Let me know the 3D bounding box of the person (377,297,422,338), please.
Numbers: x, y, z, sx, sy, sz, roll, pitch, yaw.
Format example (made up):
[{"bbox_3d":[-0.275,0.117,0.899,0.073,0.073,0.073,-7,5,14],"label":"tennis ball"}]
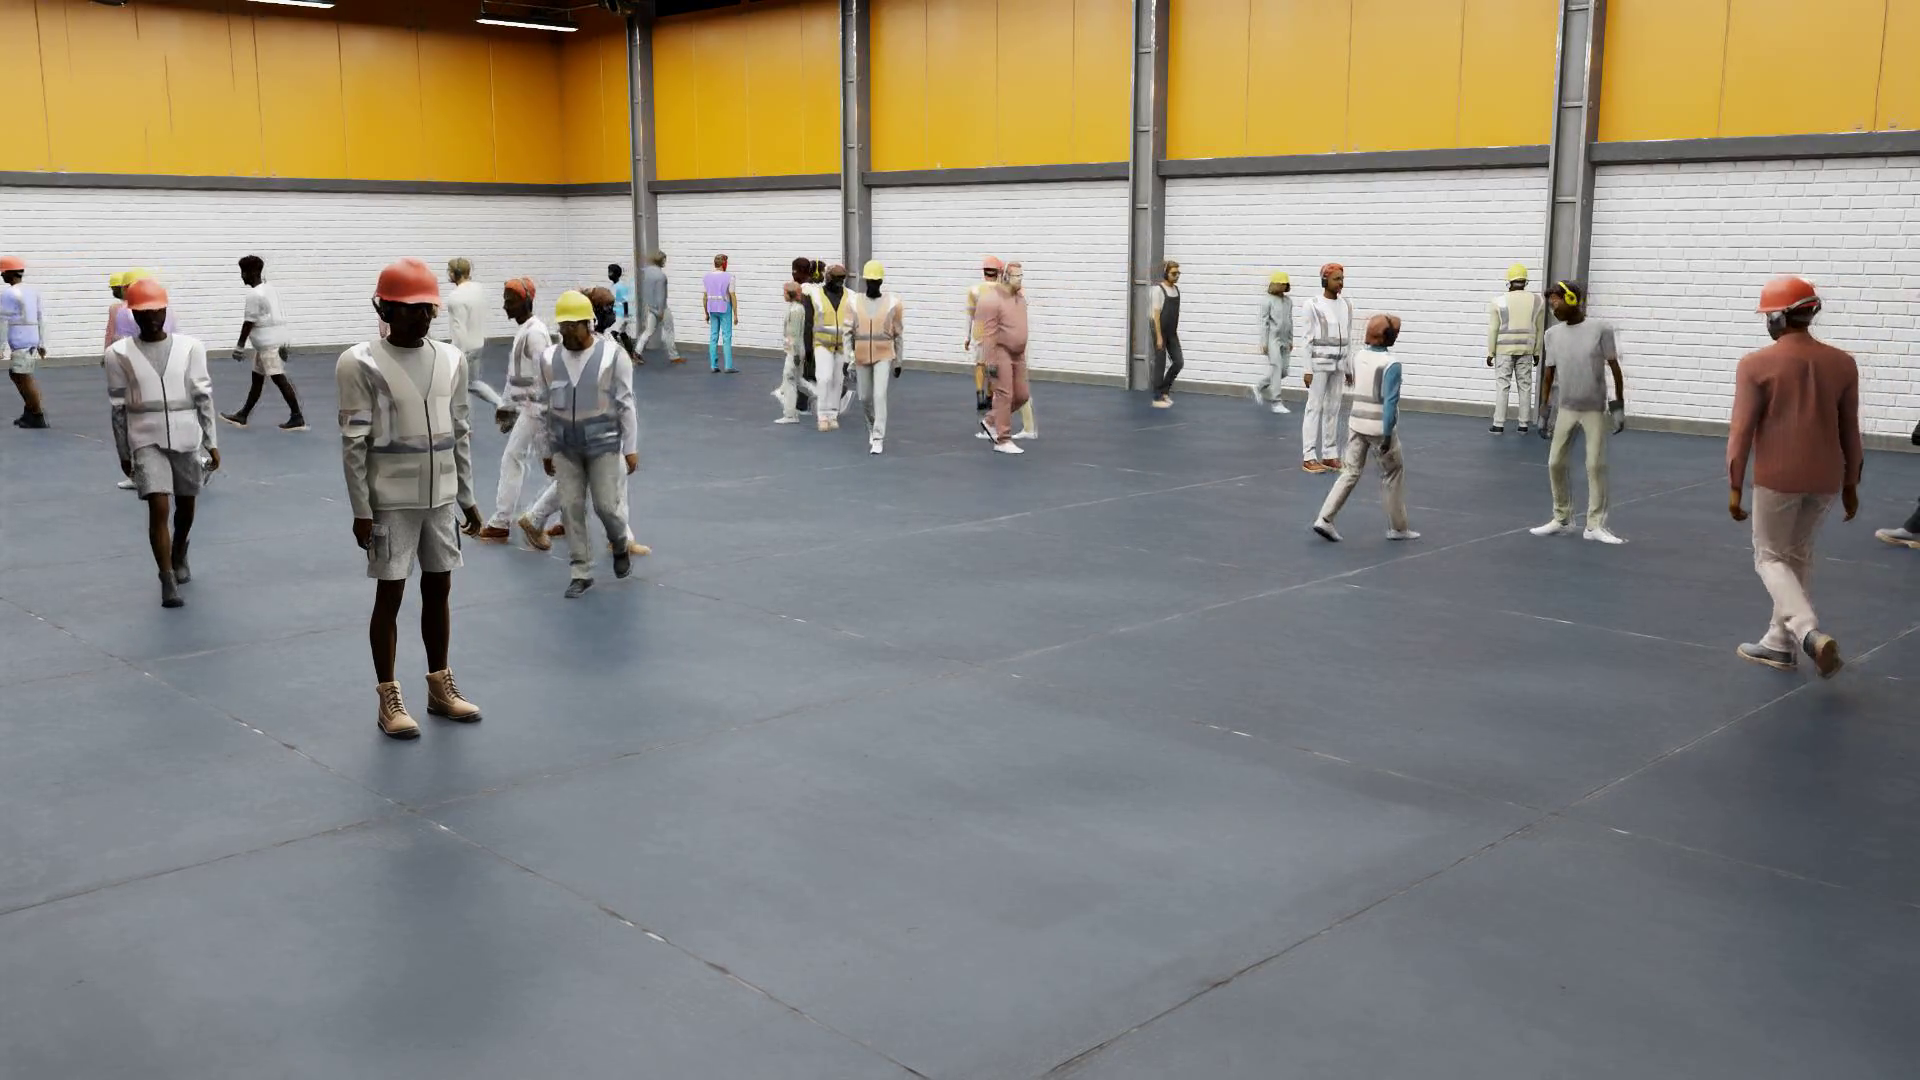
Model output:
[{"bbox_3d":[-6.883,-2.493,20.506,0.522,1.763,0.320,-2,11,-13],"label":"person"}]

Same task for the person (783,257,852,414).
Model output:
[{"bbox_3d":[-1.704,-2.398,19.670,0.807,1.888,0.592,2,11,8],"label":"person"}]

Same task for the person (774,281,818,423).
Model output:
[{"bbox_3d":[-1.803,-2.123,18.862,0.573,1.620,0.524,0,10,2],"label":"person"}]

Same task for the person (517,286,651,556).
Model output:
[{"bbox_3d":[-2.528,-0.781,11.045,0.843,1.813,0.636,2,11,13],"label":"person"}]

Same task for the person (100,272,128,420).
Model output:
[{"bbox_3d":[-8.928,-1.981,17.759,0.763,1.735,0.542,1,10,8],"label":"person"}]

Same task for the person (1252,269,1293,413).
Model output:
[{"bbox_3d":[3.801,-2.414,20.164,0.492,1.721,0.616,-8,13,-37],"label":"person"}]

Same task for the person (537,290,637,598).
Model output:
[{"bbox_3d":[-2.214,-0.577,9.907,0.614,1.814,0.518,1,10,7],"label":"person"}]

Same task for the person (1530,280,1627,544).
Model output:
[{"bbox_3d":[4.368,-0.882,11.567,0.675,1.831,0.325,8,13,38],"label":"person"}]

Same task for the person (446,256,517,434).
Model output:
[{"bbox_3d":[-5.073,-1.983,17.282,0.737,1.924,0.638,1,10,8],"label":"person"}]

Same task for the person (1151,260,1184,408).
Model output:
[{"bbox_3d":[2.535,-2.521,20.492,0.527,1.825,0.412,-9,13,-39],"label":"person"}]

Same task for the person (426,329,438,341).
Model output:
[{"bbox_3d":[-9.601,-4.083,29.631,0.517,1.594,0.849,8,13,38],"label":"person"}]

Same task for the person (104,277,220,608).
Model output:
[{"bbox_3d":[-4.713,-0.602,9.828,0.546,1.904,0.939,-7,12,-33],"label":"person"}]

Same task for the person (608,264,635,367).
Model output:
[{"bbox_3d":[-5.544,-3.567,26.611,0.753,1.669,0.544,-5,12,-27],"label":"person"}]

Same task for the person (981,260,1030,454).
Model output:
[{"bbox_3d":[0.420,-1.795,16.353,0.520,1.890,0.646,8,13,37],"label":"person"}]

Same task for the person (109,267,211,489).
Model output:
[{"bbox_3d":[-6.687,-1.331,13.853,0.883,1.873,0.649,2,11,12],"label":"person"}]

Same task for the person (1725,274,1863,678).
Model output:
[{"bbox_3d":[4.020,-0.284,7.931,0.663,1.957,0.770,-2,11,-9],"label":"person"}]

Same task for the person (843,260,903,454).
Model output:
[{"bbox_3d":[-0.850,-1.832,16.543,0.587,1.899,0.829,1,10,8],"label":"person"}]

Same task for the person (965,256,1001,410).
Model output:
[{"bbox_3d":[0.353,-2.505,20.238,0.593,1.881,0.724,0,10,2],"label":"person"}]

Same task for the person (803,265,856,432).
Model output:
[{"bbox_3d":[-1.369,-2.091,18.181,0.629,1.810,0.713,-3,11,-17],"label":"person"}]

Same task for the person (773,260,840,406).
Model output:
[{"bbox_3d":[-1.905,-2.525,20.495,0.836,1.841,0.534,-3,11,-17],"label":"person"}]

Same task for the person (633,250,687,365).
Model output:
[{"bbox_3d":[-4.987,-3.815,27.368,0.913,1.898,0.644,-8,13,-37],"label":"person"}]

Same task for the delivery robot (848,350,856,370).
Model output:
[{"bbox_3d":[-1.732,-2.666,24.470,0.707,0.478,0.477,8,13,35],"label":"delivery robot"}]

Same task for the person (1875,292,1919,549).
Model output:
[{"bbox_3d":[6.612,-0.844,11.064,0.949,1.919,0.630,9,14,42],"label":"person"}]

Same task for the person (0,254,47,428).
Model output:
[{"bbox_3d":[-10.417,-2.175,18.329,0.576,1.916,0.551,-1,10,-3],"label":"person"}]

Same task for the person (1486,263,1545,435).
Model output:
[{"bbox_3d":[5.927,-2.035,17.798,0.590,1.836,0.404,0,10,1],"label":"person"}]

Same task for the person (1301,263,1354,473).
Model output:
[{"bbox_3d":[3.321,-1.547,15.011,0.575,1.884,0.355,-6,12,-31],"label":"person"}]

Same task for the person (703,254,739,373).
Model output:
[{"bbox_3d":[-3.718,-3.504,25.795,0.569,1.840,0.374,4,11,22],"label":"person"}]

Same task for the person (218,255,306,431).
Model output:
[{"bbox_3d":[-7.652,-2.132,18.108,0.991,1.908,0.605,-1,10,-6],"label":"person"}]

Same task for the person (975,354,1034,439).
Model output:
[{"bbox_3d":[0.449,-1.837,17.344,0.744,1.602,0.520,0,10,-2],"label":"person"}]

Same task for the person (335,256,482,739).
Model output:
[{"bbox_3d":[-2.333,-0.184,7.146,0.379,2.043,0.605,9,13,39],"label":"person"}]

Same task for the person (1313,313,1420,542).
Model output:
[{"bbox_3d":[2.835,-0.770,11.550,0.795,1.601,0.513,-5,12,-26],"label":"person"}]

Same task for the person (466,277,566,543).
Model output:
[{"bbox_3d":[-3.077,-0.888,11.545,0.889,1.837,0.633,-2,11,-13],"label":"person"}]
